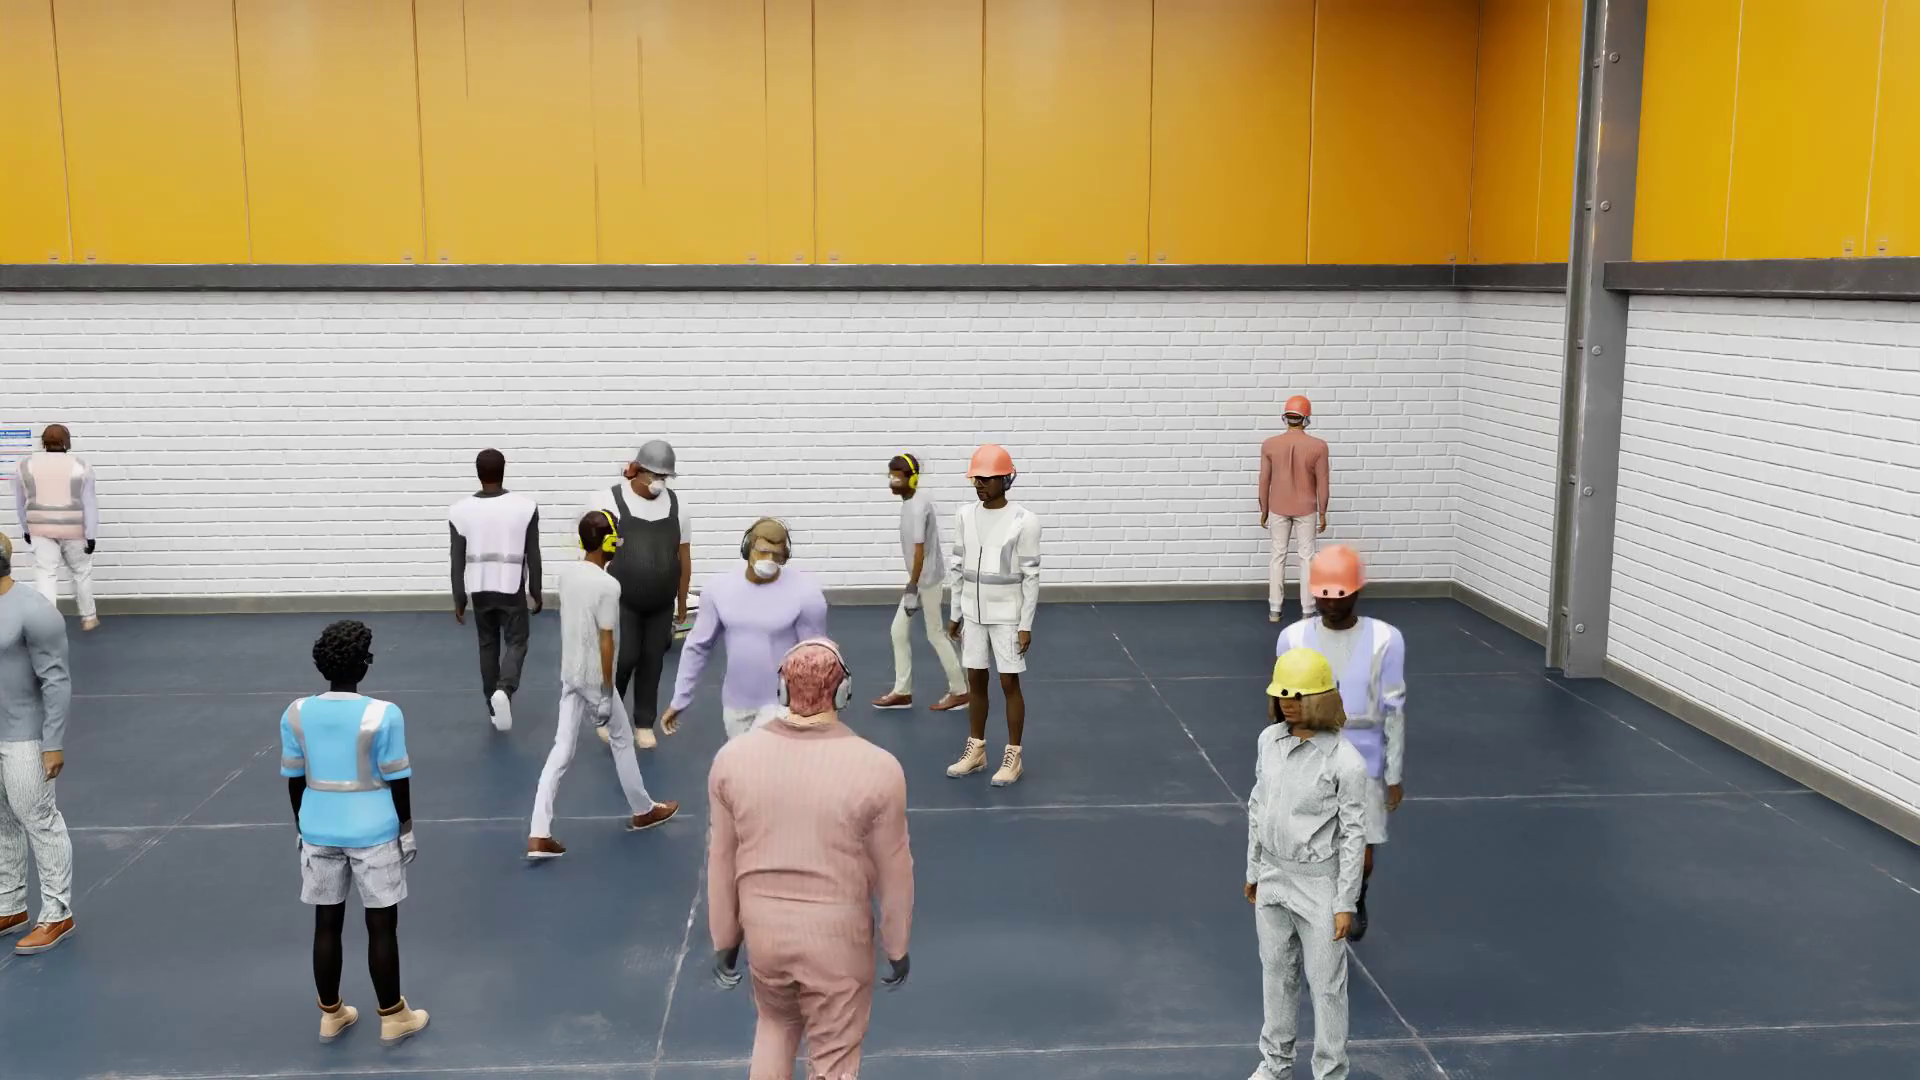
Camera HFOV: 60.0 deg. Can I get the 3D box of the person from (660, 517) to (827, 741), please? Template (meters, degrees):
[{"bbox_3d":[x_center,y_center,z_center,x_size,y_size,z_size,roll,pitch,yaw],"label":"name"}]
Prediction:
[{"bbox_3d":[-1.028,0.817,8.076,0.731,1.874,1.022,3,10,20],"label":"person"}]

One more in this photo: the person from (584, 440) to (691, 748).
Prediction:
[{"bbox_3d":[-2.028,0.331,10.641,0.732,2.000,0.545,-5,11,-30],"label":"person"}]

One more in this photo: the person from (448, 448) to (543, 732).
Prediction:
[{"bbox_3d":[-3.083,0.337,11.054,0.588,1.892,0.737,-1,9,-6],"label":"person"}]

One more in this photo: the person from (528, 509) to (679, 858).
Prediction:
[{"bbox_3d":[-1.968,0.741,8.799,0.545,1.815,1.012,6,11,35],"label":"person"}]

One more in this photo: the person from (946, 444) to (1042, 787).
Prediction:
[{"bbox_3d":[0.188,0.443,9.924,0.608,2.044,0.370,6,11,34],"label":"person"}]

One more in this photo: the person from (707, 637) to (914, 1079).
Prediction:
[{"bbox_3d":[-0.465,1.254,5.309,0.647,1.895,0.452,3,9,17],"label":"person"}]

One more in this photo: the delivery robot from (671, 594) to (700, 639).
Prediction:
[{"bbox_3d":[-2.401,0.541,13.675,0.477,0.478,0.707,-7,12,-39],"label":"delivery robot"}]

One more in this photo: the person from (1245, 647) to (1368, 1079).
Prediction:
[{"bbox_3d":[1.199,1.232,5.917,0.301,1.742,0.492,-7,11,-37],"label":"person"}]

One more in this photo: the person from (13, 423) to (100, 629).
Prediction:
[{"bbox_3d":[-7.545,-0.078,13.944,0.624,1.810,0.829,-3,10,-19],"label":"person"}]

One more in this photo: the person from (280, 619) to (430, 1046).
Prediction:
[{"bbox_3d":[-2.389,1.154,6.547,0.533,1.697,0.322,2,9,11],"label":"person"}]

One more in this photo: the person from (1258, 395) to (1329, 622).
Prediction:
[{"bbox_3d":[2.917,-0.267,14.537,0.612,1.994,0.395,4,10,22],"label":"person"}]

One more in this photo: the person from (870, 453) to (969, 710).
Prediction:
[{"bbox_3d":[-0.291,0.307,11.467,0.820,1.824,0.537,-2,9,-15],"label":"person"}]

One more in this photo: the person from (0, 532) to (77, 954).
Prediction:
[{"bbox_3d":[-4.273,0.888,7.465,0.636,1.936,0.355,3,10,19],"label":"person"}]

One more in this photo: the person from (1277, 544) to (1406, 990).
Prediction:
[{"bbox_3d":[1.634,0.946,7.177,0.564,1.913,0.609,3,9,17],"label":"person"}]
